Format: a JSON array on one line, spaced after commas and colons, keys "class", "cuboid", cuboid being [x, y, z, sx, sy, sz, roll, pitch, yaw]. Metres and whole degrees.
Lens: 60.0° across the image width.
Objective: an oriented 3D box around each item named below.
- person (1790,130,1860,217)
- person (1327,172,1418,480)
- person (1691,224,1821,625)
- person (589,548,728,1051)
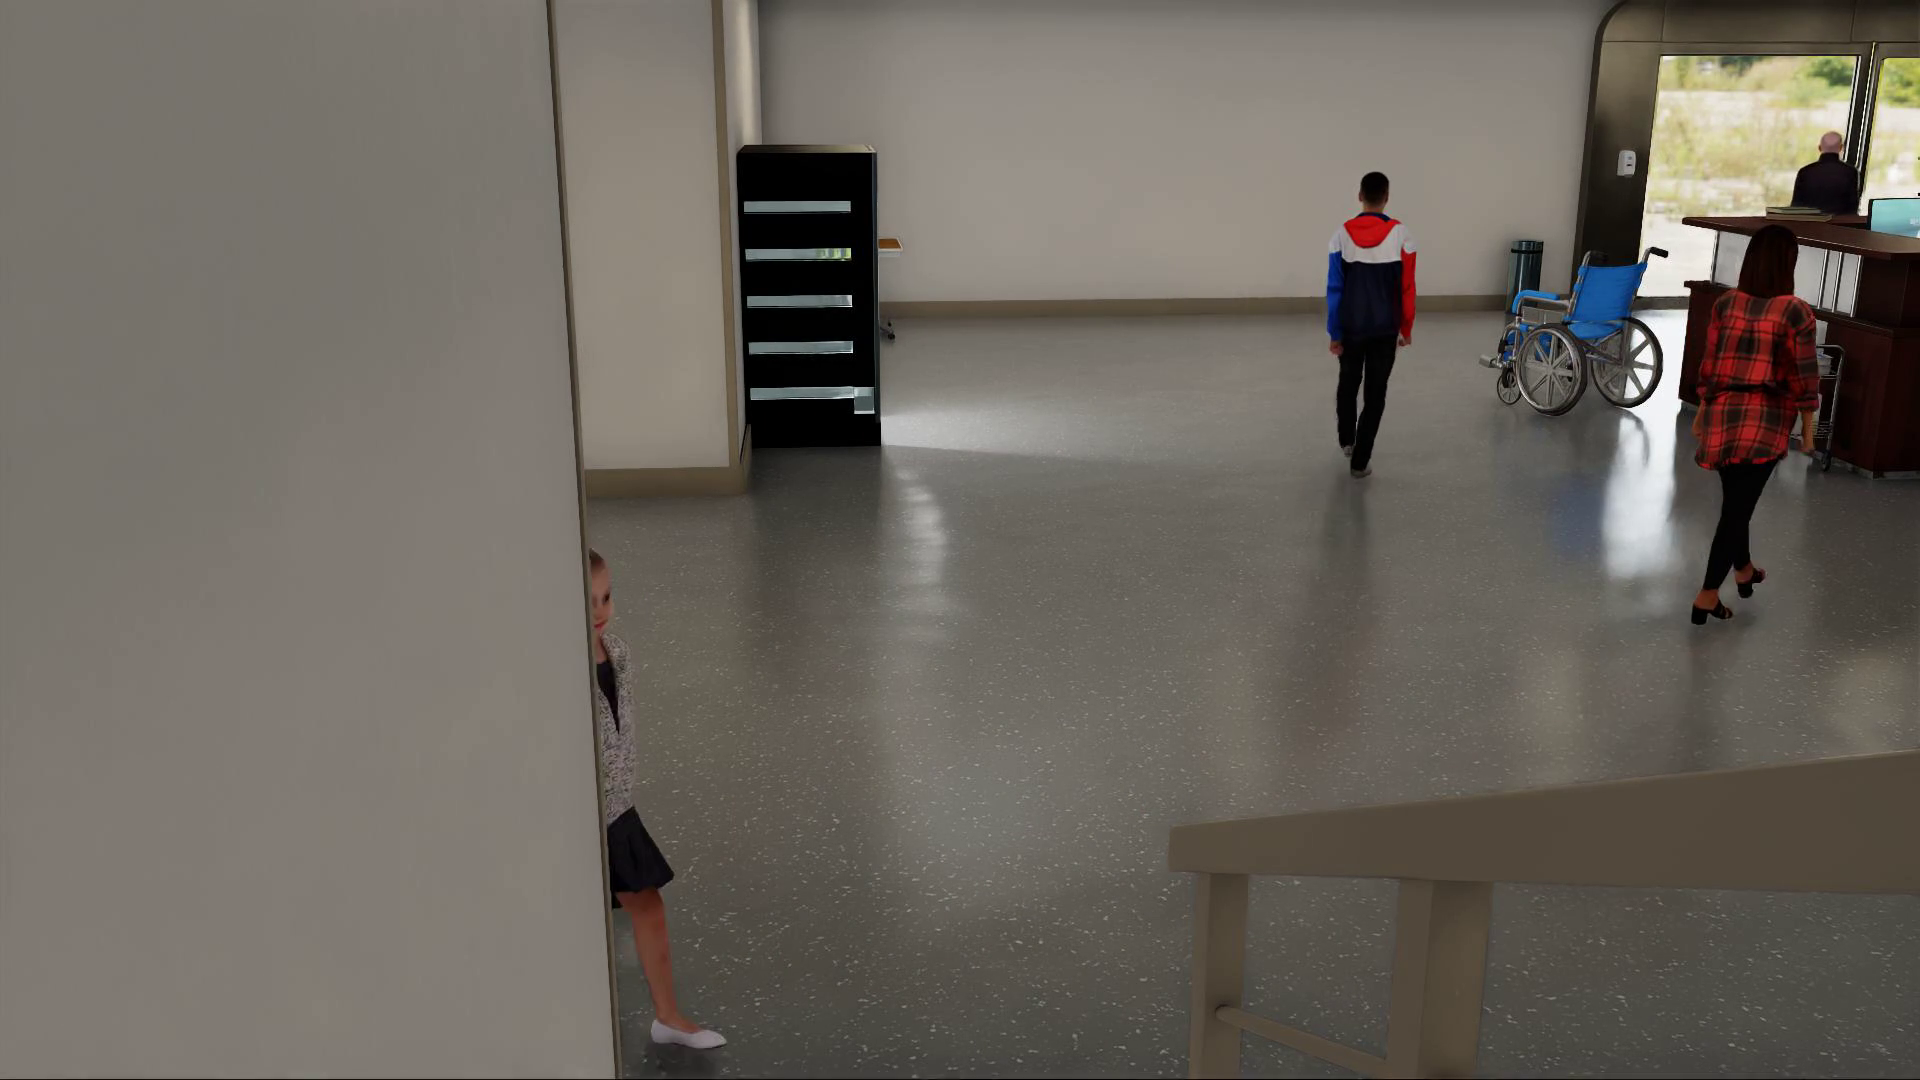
[{"class": "person", "cuboid": [7.260, -2.489, 14.024, 1.181, 1.790, 1.288, 11, 19, 34]}, {"class": "person", "cuboid": [2.343, -1.198, 9.567, 0.942, 1.722, 1.145, 7, 17, 22]}, {"class": "person", "cuboid": [3.268, -0.455, 7.014, 0.943, 1.679, 0.970, -10, 19, -32]}, {"class": "person", "cuboid": [-0.940, 0.623, 3.954, 0.806, 1.256, 0.752, 12, 20, 37]}]
